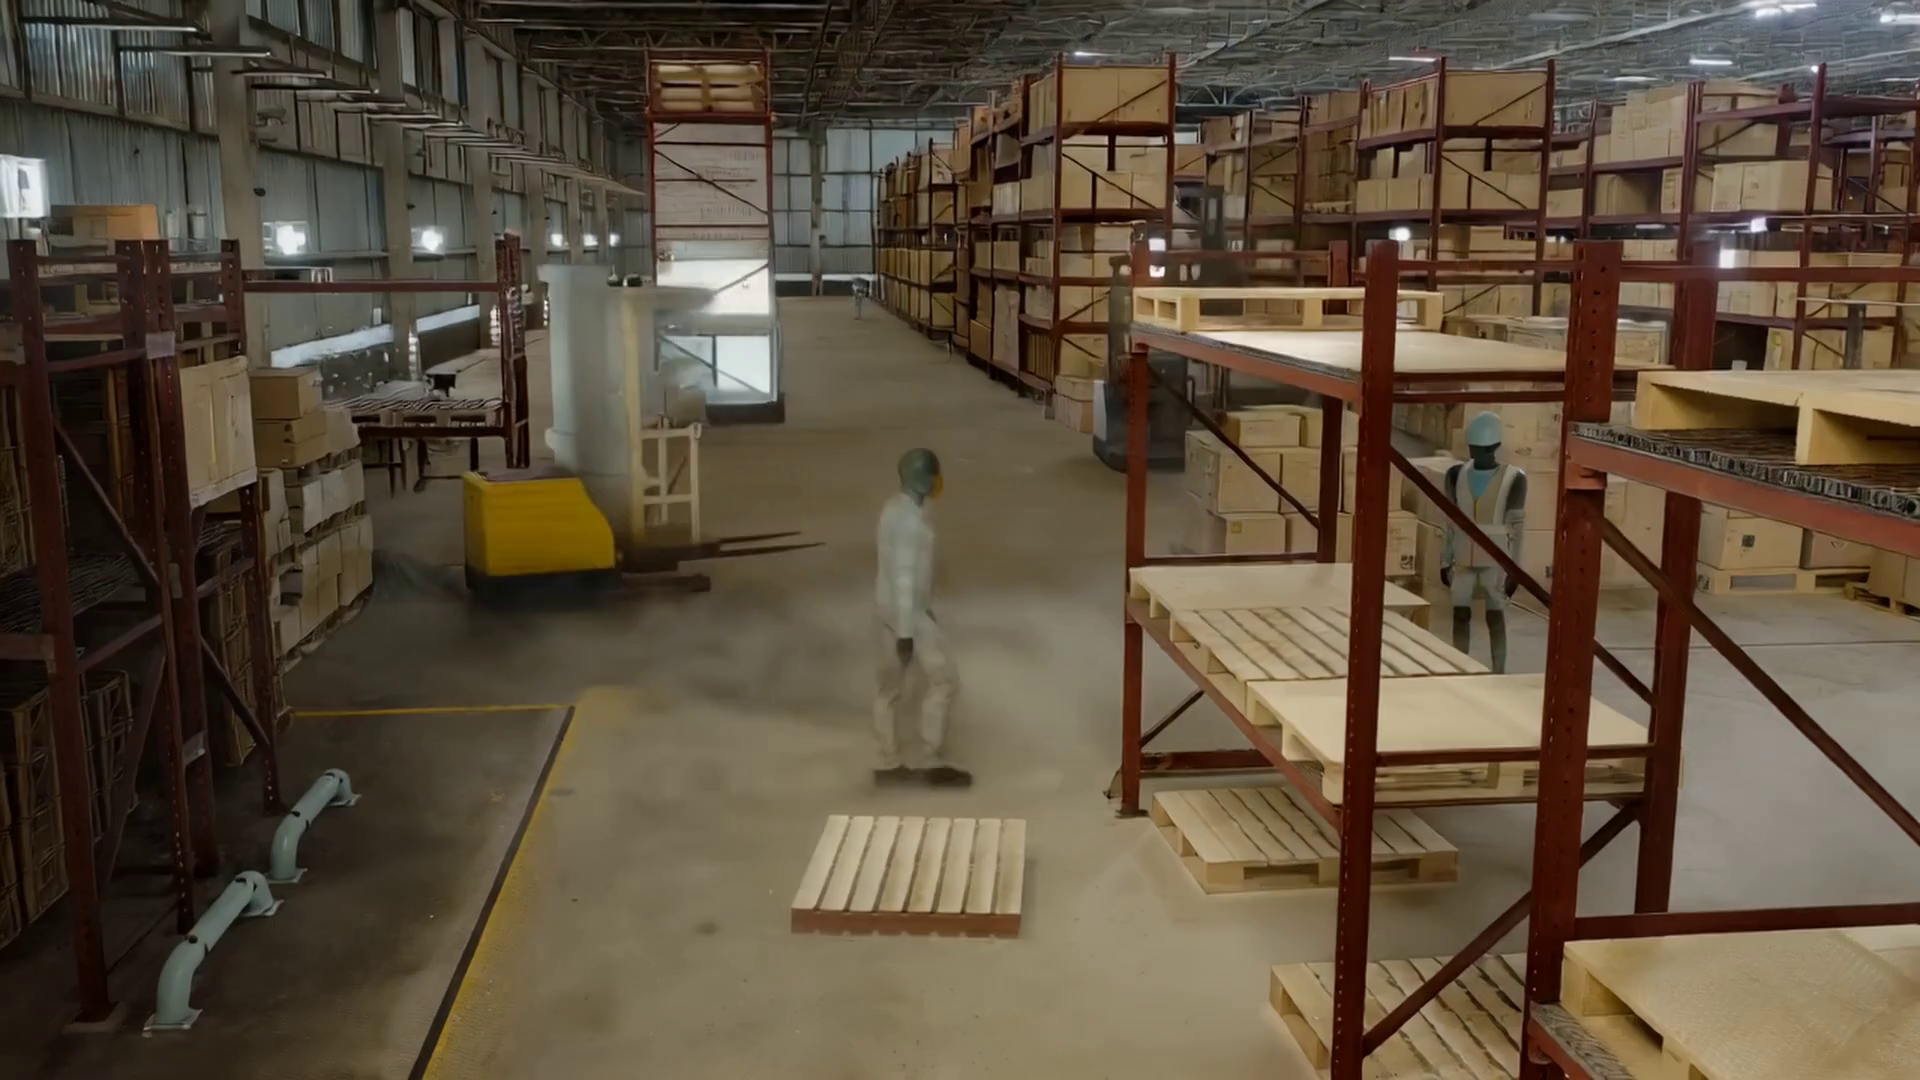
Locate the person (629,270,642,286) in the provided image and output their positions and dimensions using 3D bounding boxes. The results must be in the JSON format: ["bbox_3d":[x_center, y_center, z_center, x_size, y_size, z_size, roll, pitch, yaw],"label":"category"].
[{"bbox_3d":[-14.171,-10.944,72.704,0.565,1.748,0.339,-2,10,-10],"label":"person"}]

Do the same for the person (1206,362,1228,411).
[{"bbox_3d":[4.607,-3.122,29.673,0.524,1.639,0.306,-8,13,-37],"label":"person"}]

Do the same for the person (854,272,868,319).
[{"bbox_3d":[-3.817,-9.422,64.072,0.581,1.812,0.781,-3,11,-16],"label":"person"}]

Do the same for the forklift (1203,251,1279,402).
[{"bbox_3d":[4.977,-4.004,31.118,1.873,2.768,1.129,-1,10,-6],"label":"forklift"}]

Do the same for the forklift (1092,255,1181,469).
[{"bbox_3d":[2.485,-2.470,22.618,1.129,2.768,1.873,-1,10,-6],"label":"forklift"}]

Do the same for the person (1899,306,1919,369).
[{"bbox_3d":[17.677,-3.437,30.770,0.608,1.885,0.948,0,10,2],"label":"person"}]

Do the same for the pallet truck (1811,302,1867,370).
[{"bbox_3d":[15.846,-3.142,28.793,1.885,1.965,0.823,2,10,12],"label":"pallet truck"}]

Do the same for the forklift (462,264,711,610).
[{"bbox_3d":[-3.222,-0.933,14.101,1.873,2.768,1.129,-5,11,-26],"label":"forklift"}]

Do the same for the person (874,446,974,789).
[{"bbox_3d":[-0.169,0.436,9.178,0.702,1.916,0.662,-1,10,-8],"label":"person"}]

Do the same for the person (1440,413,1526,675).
[{"bbox_3d":[3.390,0.130,10.877,0.543,1.927,0.395,9,13,40],"label":"person"}]
